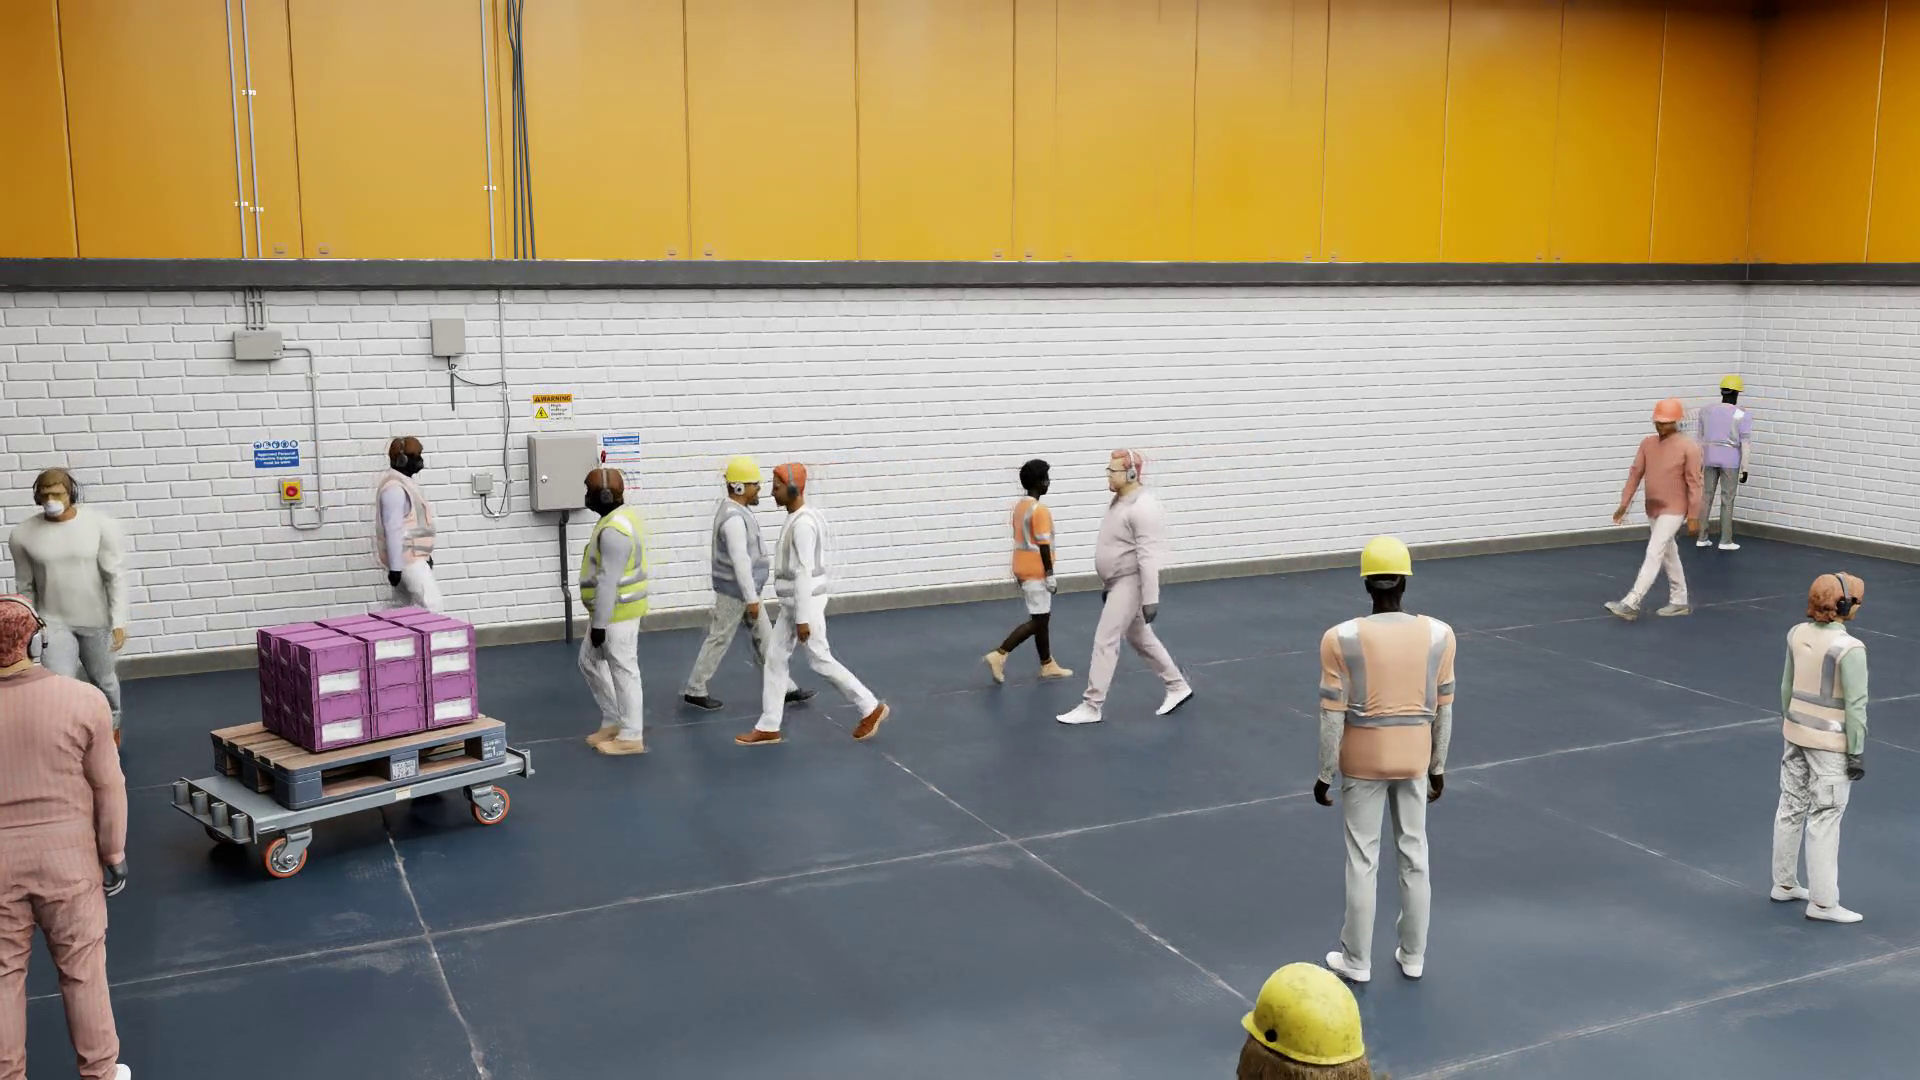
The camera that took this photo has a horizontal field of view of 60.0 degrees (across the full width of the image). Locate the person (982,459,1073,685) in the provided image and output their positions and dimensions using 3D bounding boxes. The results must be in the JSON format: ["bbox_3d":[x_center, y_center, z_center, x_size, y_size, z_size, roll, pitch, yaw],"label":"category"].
[{"bbox_3d":[0.504,0.238,12.185,0.697,1.679,0.548,-2,9,-12],"label":"person"}]

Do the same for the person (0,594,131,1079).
[{"bbox_3d":[-3.317,1.136,5.940,0.642,1.909,0.409,-4,10,-23],"label":"person"}]

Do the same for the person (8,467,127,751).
[{"bbox_3d":[-5.348,0.478,10.059,0.625,1.904,0.947,-3,10,-20],"label":"person"}]

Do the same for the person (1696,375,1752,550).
[{"bbox_3d":[8.357,-0.849,18.216,0.393,1.919,0.586,-8,12,-41],"label":"person"}]

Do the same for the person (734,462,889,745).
[{"bbox_3d":[-0.941,0.409,10.656,0.959,1.851,0.588,-2,9,-11],"label":"person"}]

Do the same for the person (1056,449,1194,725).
[{"bbox_3d":[1.152,0.304,11.216,0.978,1.865,0.650,-2,9,-9],"label":"person"}]

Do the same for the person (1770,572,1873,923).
[{"bbox_3d":[4.054,0.963,7.829,0.313,1.642,0.513,-1,9,-9],"label":"person"}]

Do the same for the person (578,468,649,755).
[{"bbox_3d":[-2.216,0.457,10.392,0.539,1.825,0.659,-2,9,-10],"label":"person"}]

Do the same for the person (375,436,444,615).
[{"bbox_3d":[-4.037,0.135,12.408,0.610,1.824,0.638,-3,10,-17],"label":"person"}]

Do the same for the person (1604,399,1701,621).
[{"bbox_3d":[6.017,-0.255,14.439,1.048,1.932,0.627,-3,10,-18],"label":"person"}]

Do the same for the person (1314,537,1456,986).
[{"bbox_3d":[1.796,0.943,7.092,0.585,1.921,0.383,-1,9,-5],"label":"person"}]

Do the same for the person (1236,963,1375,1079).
[{"bbox_3d":[0.752,1.675,3.225,0.493,1.709,0.860,-7,12,-37],"label":"person"}]

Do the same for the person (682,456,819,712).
[{"bbox_3d":[-1.496,0.313,11.441,0.947,1.781,0.615,0,9,-2],"label":"person"}]
